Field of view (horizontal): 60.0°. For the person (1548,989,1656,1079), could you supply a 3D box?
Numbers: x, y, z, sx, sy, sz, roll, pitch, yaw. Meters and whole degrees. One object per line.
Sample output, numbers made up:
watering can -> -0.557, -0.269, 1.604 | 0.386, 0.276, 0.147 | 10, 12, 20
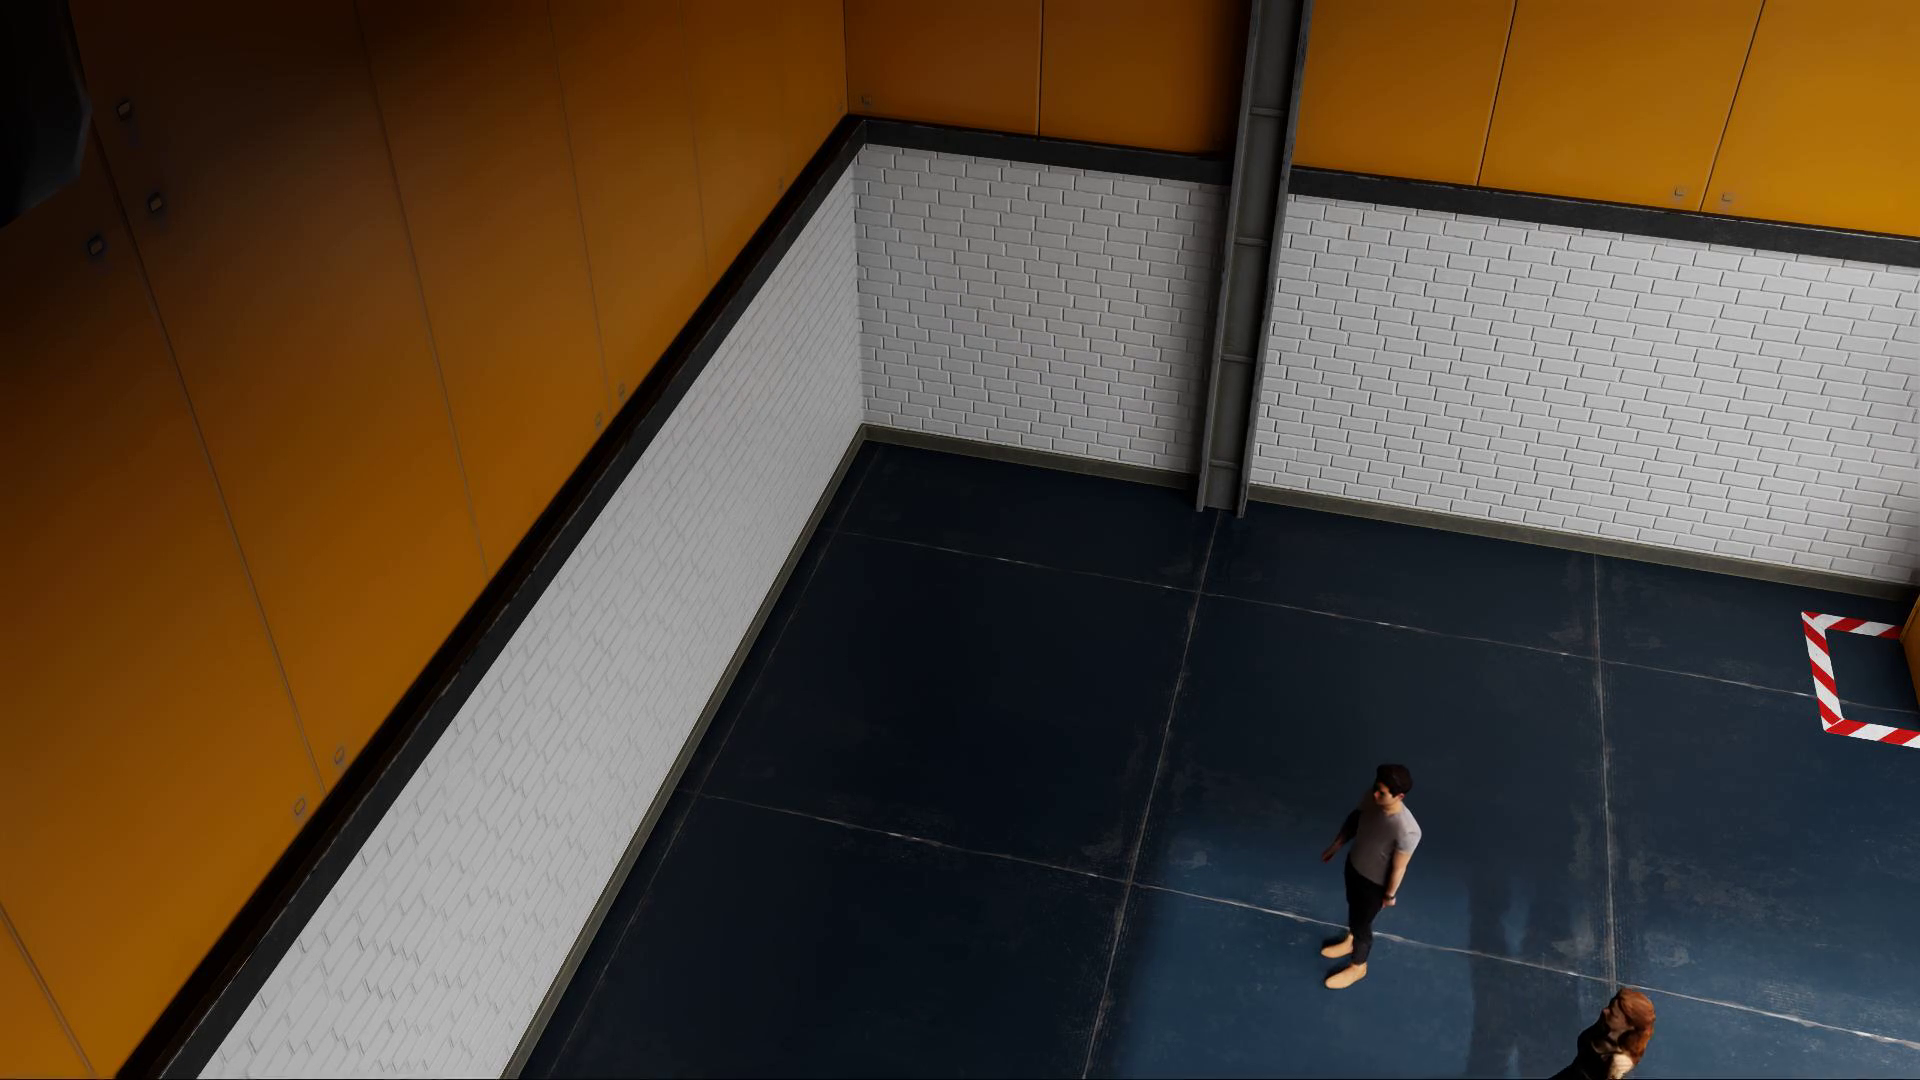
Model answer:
person -> 3.360, 2.903, 8.625 | 1.066, 1.592, 0.670 | 4, 39, 5

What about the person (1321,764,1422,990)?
person -> 2.470, 1.907, 9.778 | 0.763, 1.709, 0.730 | -9, 39, -11
